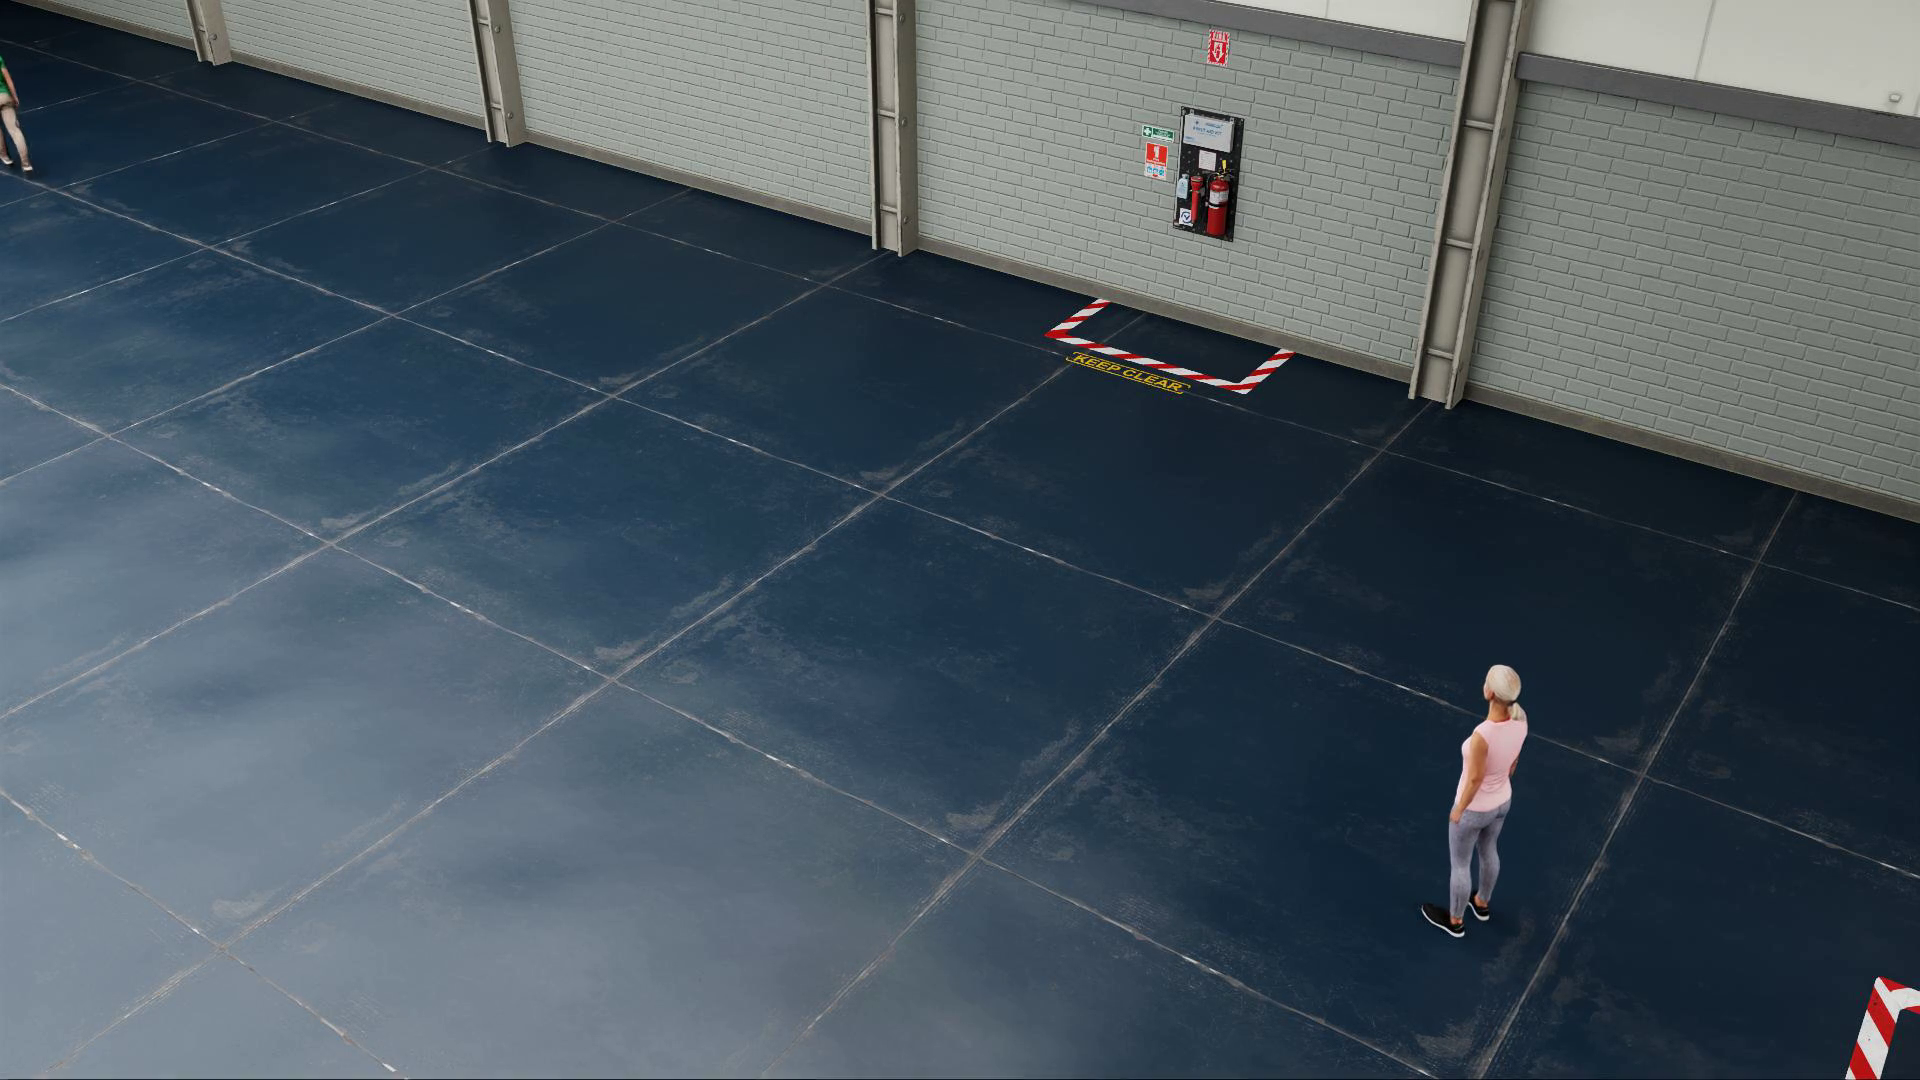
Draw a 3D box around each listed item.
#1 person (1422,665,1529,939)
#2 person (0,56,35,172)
[{"bbox_3d":[2.807,1.399,8.923,0.625,1.724,0.620,-18,37,-26],"label":"person"},{"bbox_3d":[-11.076,-5.021,19.205,0.814,1.612,1.182,-24,39,-32],"label":"person"}]
